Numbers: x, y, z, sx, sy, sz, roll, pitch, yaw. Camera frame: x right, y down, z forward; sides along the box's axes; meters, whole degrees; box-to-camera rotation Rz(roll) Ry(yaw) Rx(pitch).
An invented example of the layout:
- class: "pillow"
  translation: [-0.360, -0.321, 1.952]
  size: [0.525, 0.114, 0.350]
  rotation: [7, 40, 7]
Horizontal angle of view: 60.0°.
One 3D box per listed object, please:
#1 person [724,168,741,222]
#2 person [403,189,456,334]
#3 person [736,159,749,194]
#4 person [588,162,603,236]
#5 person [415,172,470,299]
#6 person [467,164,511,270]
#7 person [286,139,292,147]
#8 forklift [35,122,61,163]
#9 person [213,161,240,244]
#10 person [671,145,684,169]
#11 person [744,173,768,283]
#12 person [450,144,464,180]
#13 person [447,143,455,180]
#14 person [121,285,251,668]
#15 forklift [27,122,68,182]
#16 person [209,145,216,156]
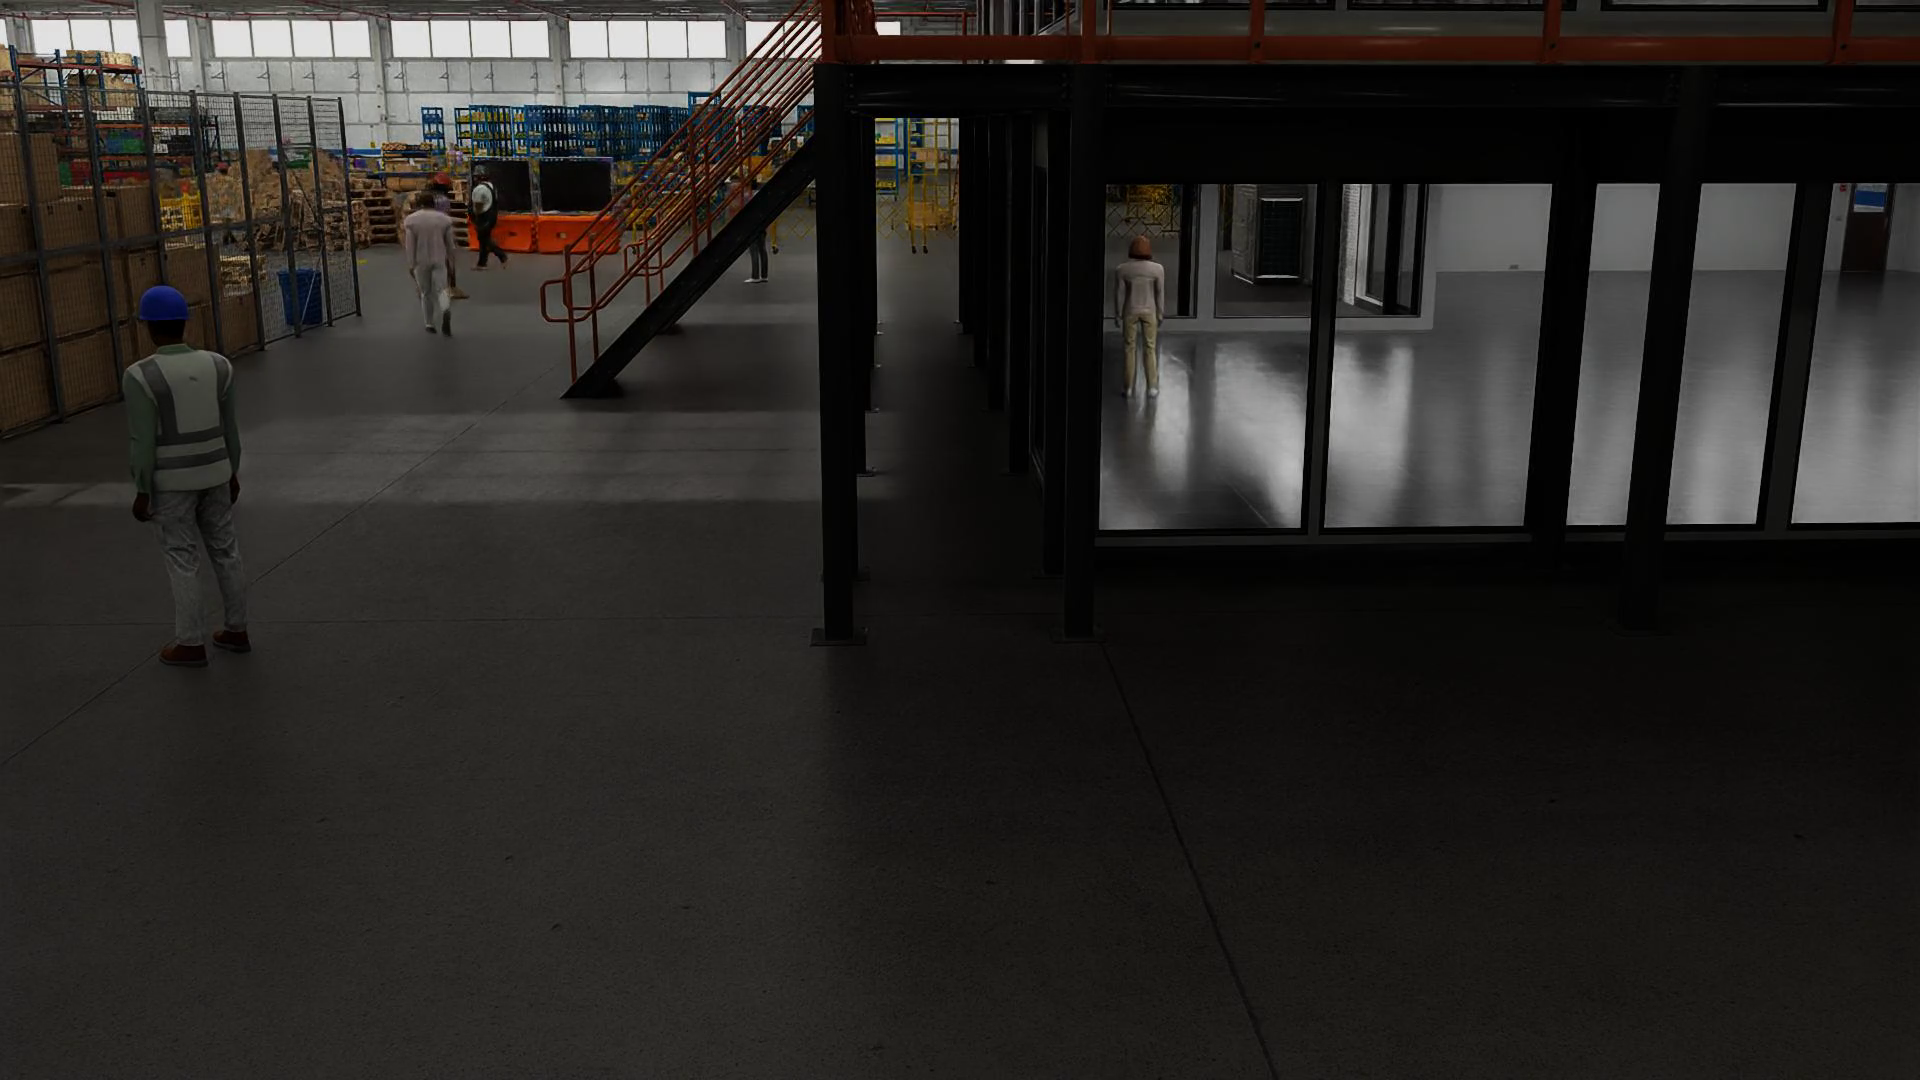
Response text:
- class: "person"
  translation: [-5.192, -7.730, 38.526]
  size: [0.726, 1.745, 0.527]
  rotation: [8, 16, 30]
- class: "person"
  translation: [-6.928, -3.638, 21.842]
  size: [0.633, 1.919, 0.745]
  rotation: [-7, 16, -27]
- class: "person"
  translation: [-6.434, -10.352, 48.757]
  size: [0.514, 1.872, 0.328]
  rotation: [4, 15, 17]
- class: "person"
  translation: [-8.772, -8.232, 40.293]
  size: [0.618, 1.866, 0.582]
  rotation: [0, 14, 1]
- class: "person"
  translation: [-8.186, -4.760, 26.120]
  size: [0.823, 2.013, 0.598]
  rotation: [-10, 17, -33]
- class: "person"
  translation: [-8.906, -6.095, 31.396]
  size: [0.819, 2.000, 0.690]
  rotation: [2, 14, 8]
- class: "person"
  translation: [-36.924, -21.134, 91.783]
  size: [0.872, 1.900, 0.548]
  rotation: [0, 14, 1]
- class: "forklift"
  translation: [-37.716, -15.887, 68.831]
  size: [1.129, 2.768, 1.873]
  rotation: [-1, 14, -2]
- class: "person"
  translation: [-16.957, -7.790, 38.446]
  size: [0.553, 1.913, 0.824]
  rotation: [-1, 14, -3]
- class: "person"
  translation: [-13.137, -17.443, 77.256]
  size: [0.615, 1.788, 0.643]
  rotation: [-2, 14, -8]
- class: "person"
  translation: [-3.601, -5.463, 29.125]
  size: [0.392, 1.916, 0.588]
  rotation: [10, 17, 35]
- class: "person"
  translation: [-22.569, -16.828, 74.679]
  size: [0.566, 1.850, 0.389]
  rotation: [-6, 15, -24]
- class: "person"
  translation: [-23.370, -17.402, 76.922]
  size: [0.659, 1.883, 0.762]
  rotation: [-13, 19, -42]
- class: "person"
  translation: [-3.956, -0.319, 8.499]
  size: [0.400, 1.945, 0.615]
  rotation: [8, 16, 28]
- class: "forklift"
  translation: [-35.376, -14.773, 64.377]
  size: [1.129, 2.768, 1.873]
  rotation: [-1, 14, -2]
- class: "person"
  translation: [-33.383, -16.743, 74.431]
  size: [0.672, 1.807, 0.609]
  rotation: [0, 14, 2]
